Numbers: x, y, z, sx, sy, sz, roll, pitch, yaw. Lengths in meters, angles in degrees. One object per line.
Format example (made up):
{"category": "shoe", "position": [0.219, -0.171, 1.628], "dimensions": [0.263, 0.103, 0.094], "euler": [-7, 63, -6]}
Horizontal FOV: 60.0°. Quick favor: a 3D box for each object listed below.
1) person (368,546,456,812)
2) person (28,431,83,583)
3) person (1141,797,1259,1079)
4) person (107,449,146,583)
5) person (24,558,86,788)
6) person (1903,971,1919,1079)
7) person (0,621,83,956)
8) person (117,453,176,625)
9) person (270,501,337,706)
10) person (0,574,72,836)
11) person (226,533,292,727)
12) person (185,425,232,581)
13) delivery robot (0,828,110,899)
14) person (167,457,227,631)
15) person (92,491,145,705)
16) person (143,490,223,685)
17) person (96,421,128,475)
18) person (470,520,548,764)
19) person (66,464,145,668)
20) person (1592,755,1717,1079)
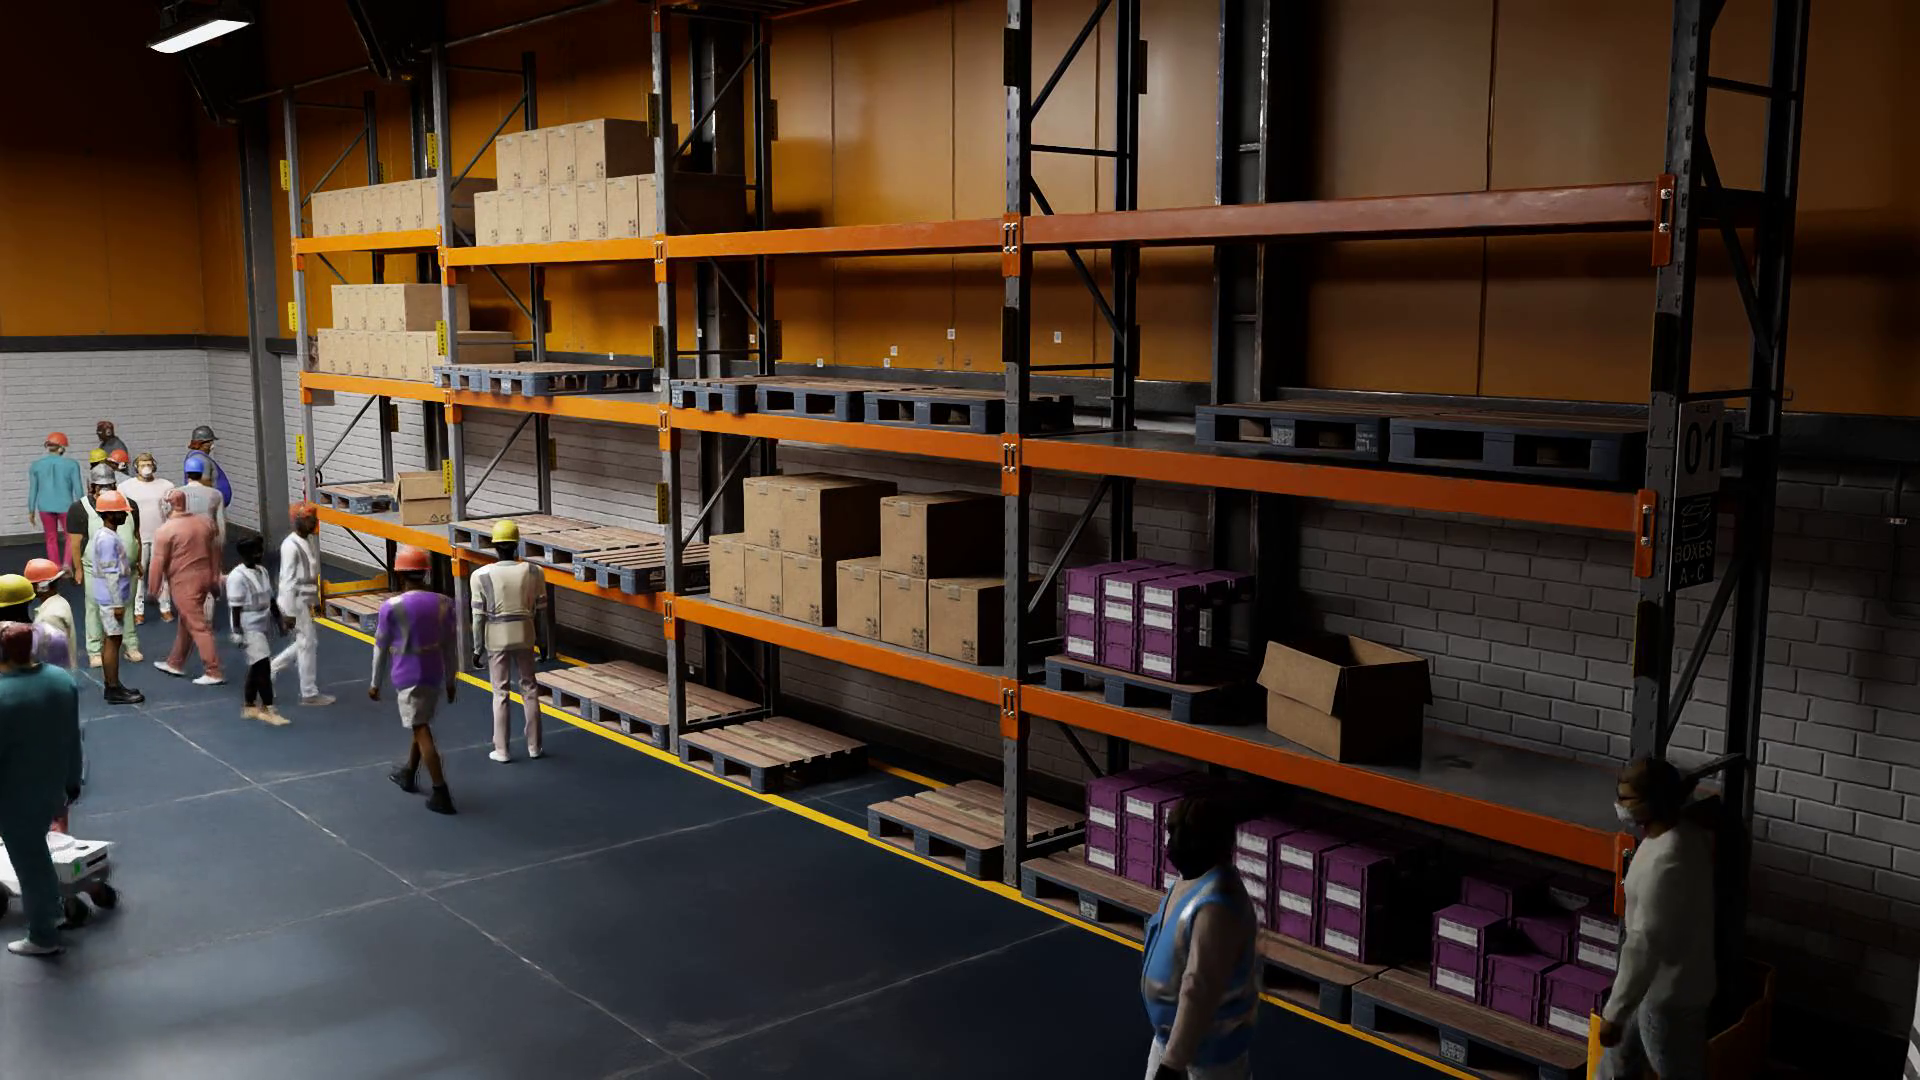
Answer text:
{"category": "person", "position": [-3.946, 0.985, 12.036], "dimensions": [0.999, 1.883, 0.558], "euler": [8, 11, 42]}
{"category": "person", "position": [-11.694, -0.422, 21.521], "dimensions": [0.646, 1.965, 0.540], "euler": [-3, 9, -19]}
{"category": "person", "position": [0.868, 1.868, 6.271], "dimensions": [0.875, 1.779, 0.606], "euler": [-2, 8, -11]}
{"category": "person", "position": [-10.771, -0.292, 21.373], "dimensions": [0.573, 1.746, 0.347], "euler": [2, 9, 17]}
{"category": "person", "position": [-6.765, 1.000, 12.395], "dimensions": [0.344, 1.747, 0.572], "euler": [-4, 9, -27]}
{"category": "person", "position": [3.345, 1.924, 5.558], "dimensions": [0.349, 1.878, 0.568], "euler": [2, 9, 17]}
{"category": "person", "position": [-5.245, 1.380, 9.244], "dimensions": [0.508, 1.891, 0.671], "euler": [2, 8, 12]}
{"category": "person", "position": [-9.168, -0.015, 18.802], "dimensions": [0.631, 1.940, 0.372], "euler": [-6, 10, -35]}
{"category": "person", "position": [-6.016, 0.578, 14.937], "dimensions": [0.656, 1.865, 0.595], "euler": [-1, 8, -9]}
{"category": "person", "position": [-5.994, 1.162, 10.681], "dimensions": [0.586, 1.921, 0.383], "euler": [1, 8, 7]}
{"category": "person", "position": [-5.990, 0.766, 14.268], "dimensions": [0.534, 1.670, 0.562], "euler": [0, 8, 2]}
{"category": "person", "position": [-9.790, -0.483, 21.701], "dimensions": [0.539, 2.000, 0.689], "euler": [-6, 10, -34]}
{"category": "delivery robot", "position": [-5.436, 1.913, 9.862], "dimensions": [0.707, 0.478, 0.477], "euler": [1, 8, 8]}
{"category": "person", "position": [-8.515, 0.038, 18.544], "dimensions": [0.626, 1.902, 0.867], "euler": [-5, 10, -33]}
{"category": "person", "position": [-7.666, 0.517, 15.105], "dimensions": [0.372, 1.939, 0.544], "euler": [-5, 9, -30]}
{"category": "person", "position": [-7.439, 0.451, 15.862], "dimensions": [0.968, 1.853, 0.650], "euler": [2, 8, 12]}
{"category": "person", "position": [-12.496, -0.811, 24.525], "dimensions": [0.661, 1.894, 0.410], "euler": [7, 11, 39]}
{"category": "person", "position": [-3.567, 0.801, 13.172], "dimensions": [0.594, 1.924, 0.384], "euler": [-4, 9, -28]}
{"category": "person", "position": [-8.503, 0.243, 16.657], "dimensions": [0.538, 2.000, 0.689], "euler": [8, 11, 44]}
{"category": "person", "position": [2.662, 1.771, 6.562], "dimensions": [0.986, 1.889, 0.633], "euler": [4, 9, 27]}
